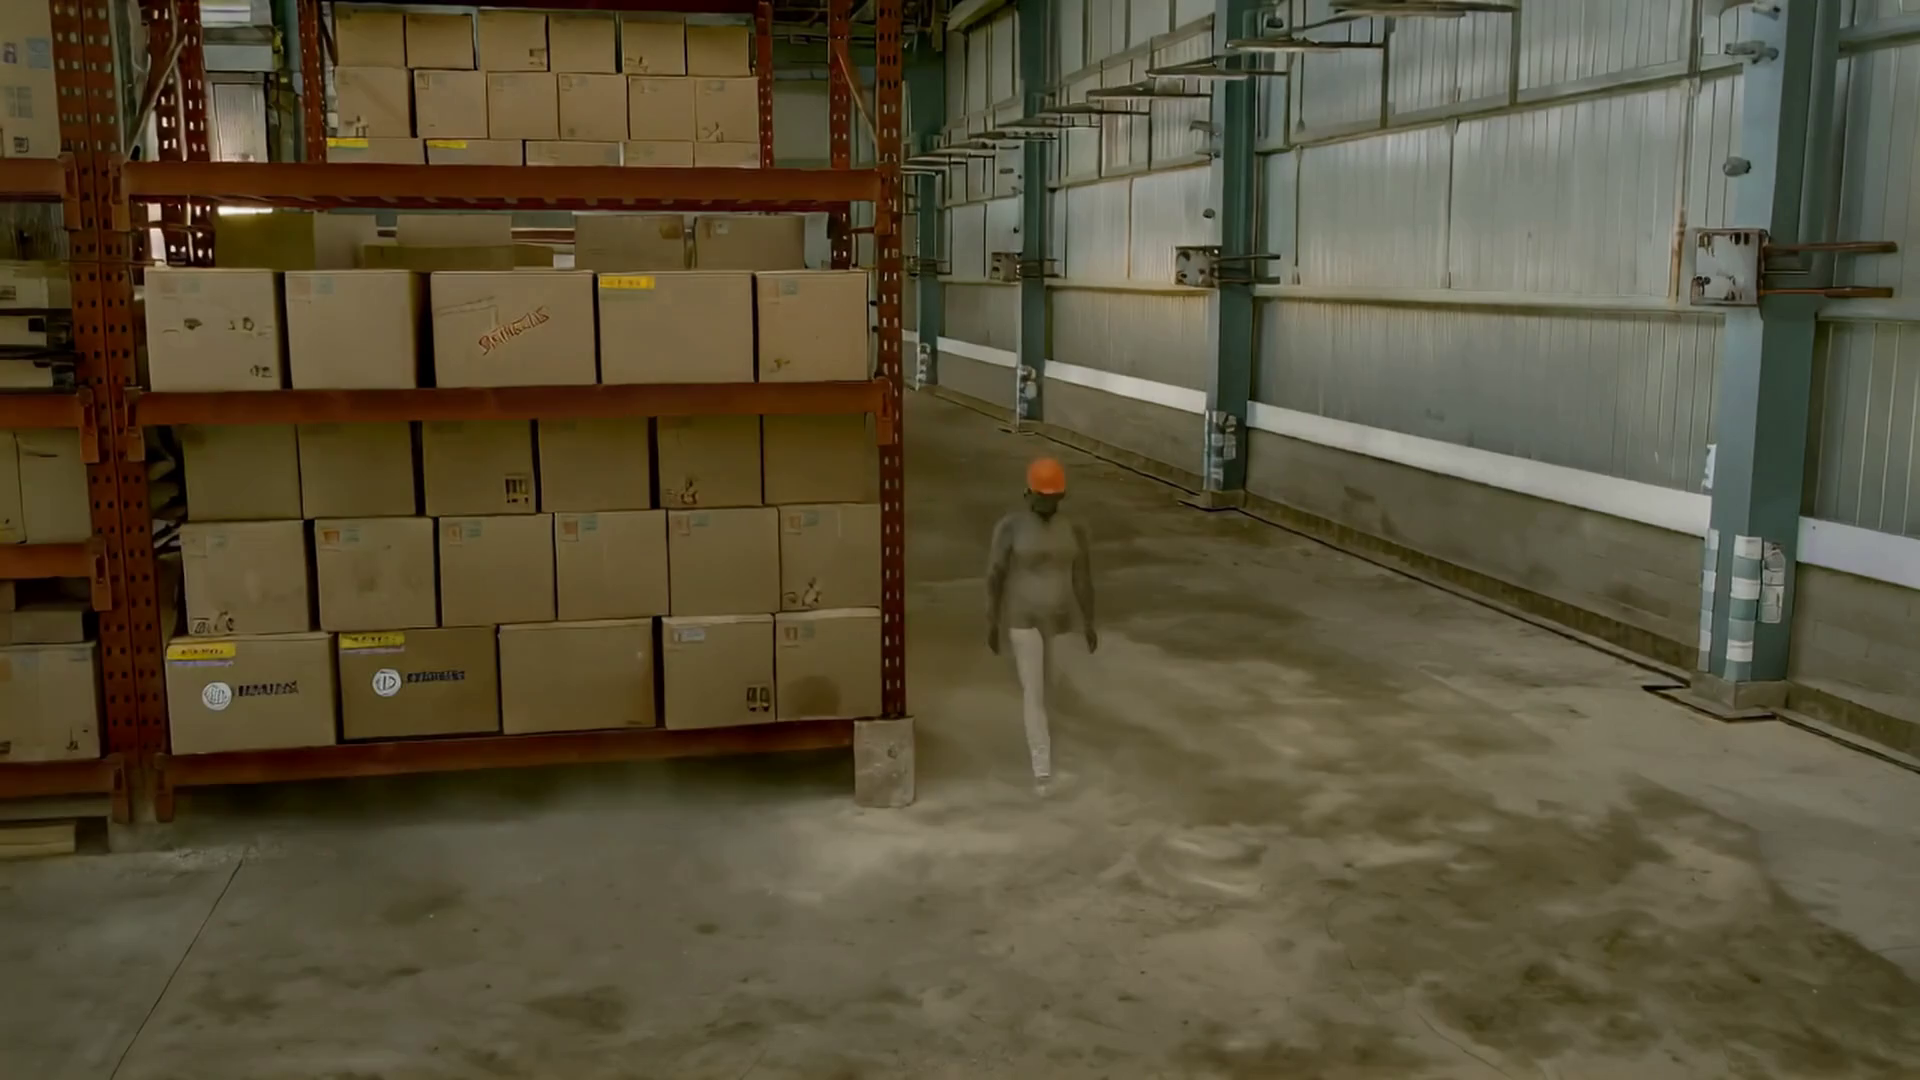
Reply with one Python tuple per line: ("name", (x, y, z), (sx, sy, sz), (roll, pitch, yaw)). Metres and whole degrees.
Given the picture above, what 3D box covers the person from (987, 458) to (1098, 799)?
("person", (0.489, 0.469, 9.858), (0.636, 1.940, 1.052), (-2, 10, -13))
